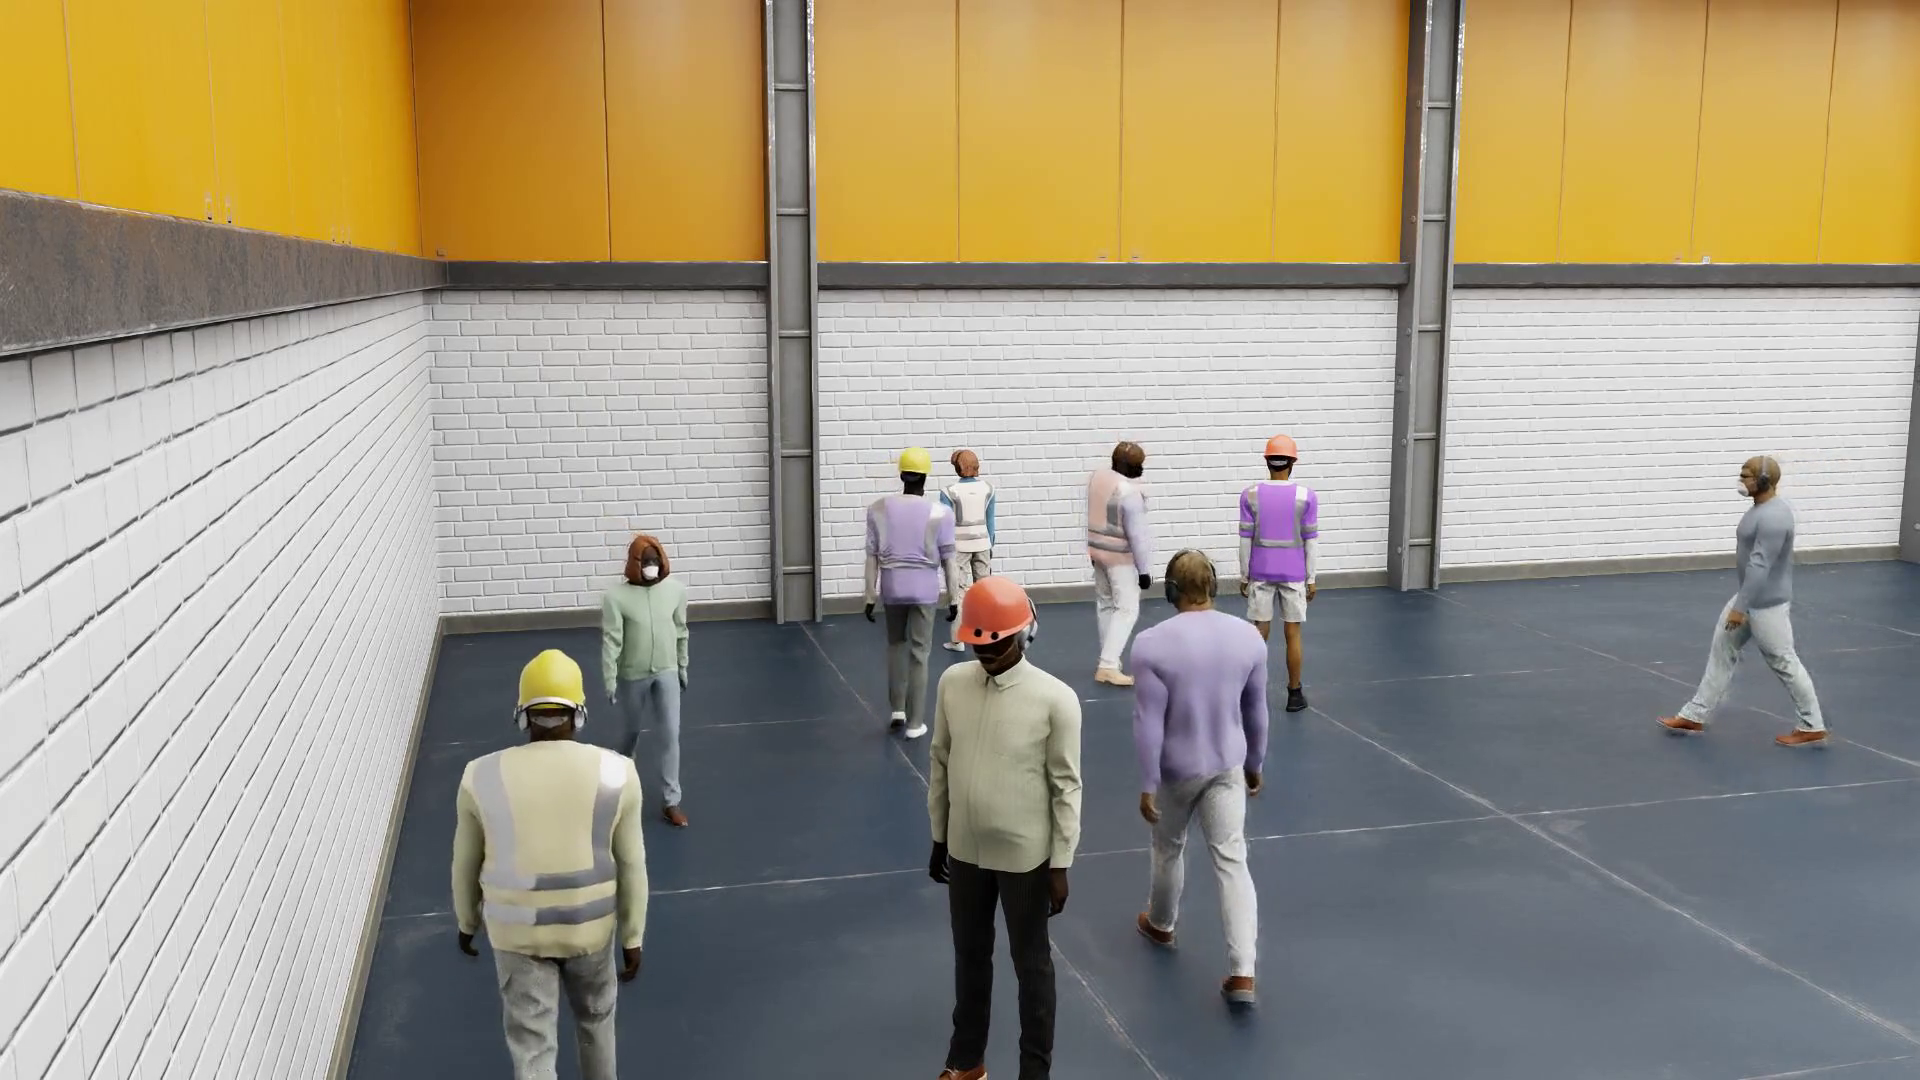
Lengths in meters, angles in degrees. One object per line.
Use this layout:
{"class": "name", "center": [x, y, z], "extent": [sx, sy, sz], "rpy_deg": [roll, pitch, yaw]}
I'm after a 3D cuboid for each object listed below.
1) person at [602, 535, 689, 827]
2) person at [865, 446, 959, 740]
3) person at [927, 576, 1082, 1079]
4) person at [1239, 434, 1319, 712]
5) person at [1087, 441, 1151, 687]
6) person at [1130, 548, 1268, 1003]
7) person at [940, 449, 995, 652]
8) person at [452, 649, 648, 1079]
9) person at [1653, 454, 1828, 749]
{"class": "person", "center": [-1.775, 0.745, 9.359], "extent": [0.514, 1.594, 0.843], "rpy_deg": [-5, 10, -26]}
{"class": "person", "center": [-0.305, 0.341, 10.907], "extent": [0.609, 1.905, 0.572], "rpy_deg": [2, 9, 10]}
{"class": "person", "center": [0.134, 1.099, 5.930], "extent": [0.609, 1.986, 0.390], "rpy_deg": [6, 11, 32]}
{"class": "person", "center": [2.202, 0.232, 11.523], "extent": [0.543, 1.928, 0.370], "rpy_deg": [3, 10, 17]}
{"class": "person", "center": [1.160, 0.164, 12.337], "extent": [0.497, 1.808, 0.727], "rpy_deg": [-5, 10, -27]}
{"class": "person", "center": [1.031, 0.972, 7.090], "extent": [0.653, 1.881, 1.071], "rpy_deg": [-2, 9, -14]}
{"class": "person", "center": [0.058, 0.086, 13.368], "extent": [0.508, 1.629, 0.316], "rpy_deg": [-4, 10, -26]}
{"class": "person", "center": [-1.374, 1.252, 5.572], "extent": [0.615, 1.797, 0.832], "rpy_deg": [-3, 10, -17]}
{"class": "person", "center": [5.099, 0.393, 10.664], "extent": [1.021, 1.886, 0.637], "rpy_deg": [2, 9, 12]}
